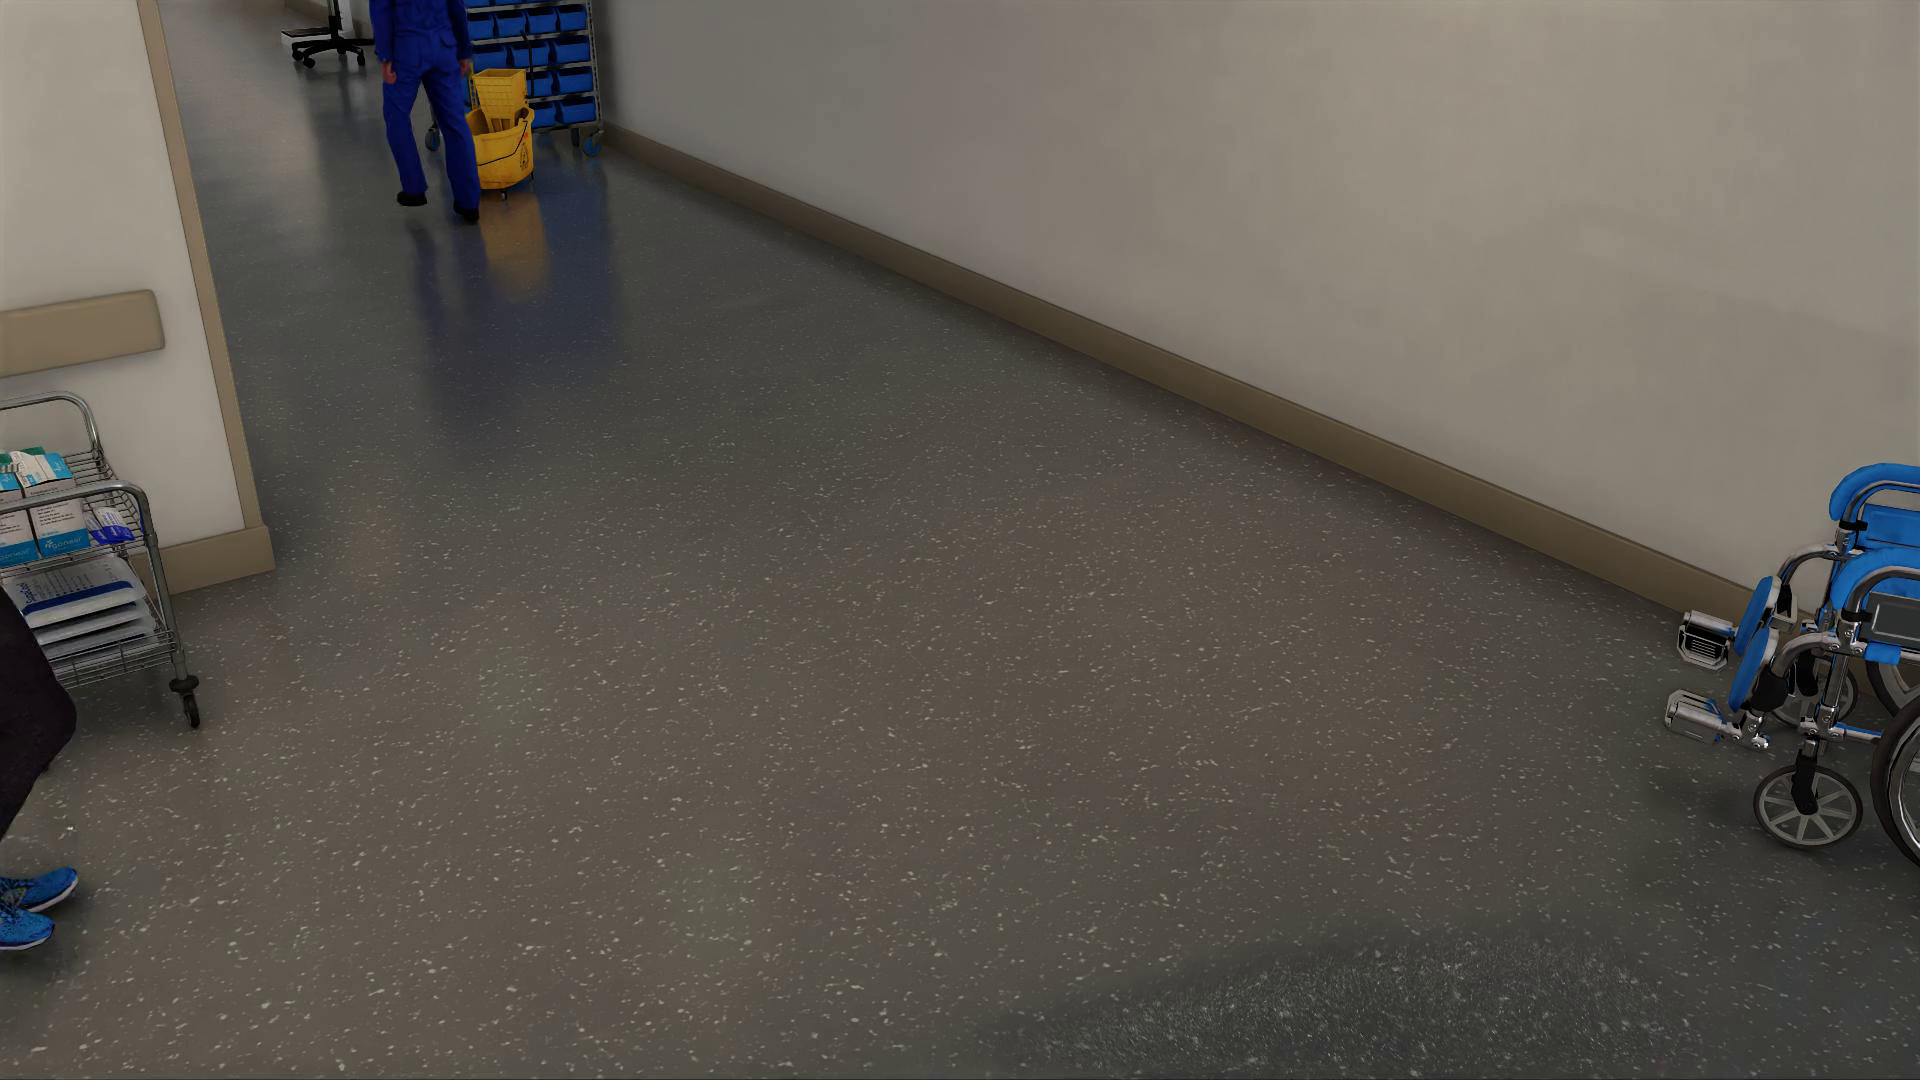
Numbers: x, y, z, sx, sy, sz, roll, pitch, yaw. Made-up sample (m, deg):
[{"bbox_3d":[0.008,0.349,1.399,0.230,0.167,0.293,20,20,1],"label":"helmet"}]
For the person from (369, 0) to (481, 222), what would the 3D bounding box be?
[{"bbox_3d":[-2.949,-2.664,9.194,0.776,1.796,0.817,-19,32,-34],"label":"person"}]
